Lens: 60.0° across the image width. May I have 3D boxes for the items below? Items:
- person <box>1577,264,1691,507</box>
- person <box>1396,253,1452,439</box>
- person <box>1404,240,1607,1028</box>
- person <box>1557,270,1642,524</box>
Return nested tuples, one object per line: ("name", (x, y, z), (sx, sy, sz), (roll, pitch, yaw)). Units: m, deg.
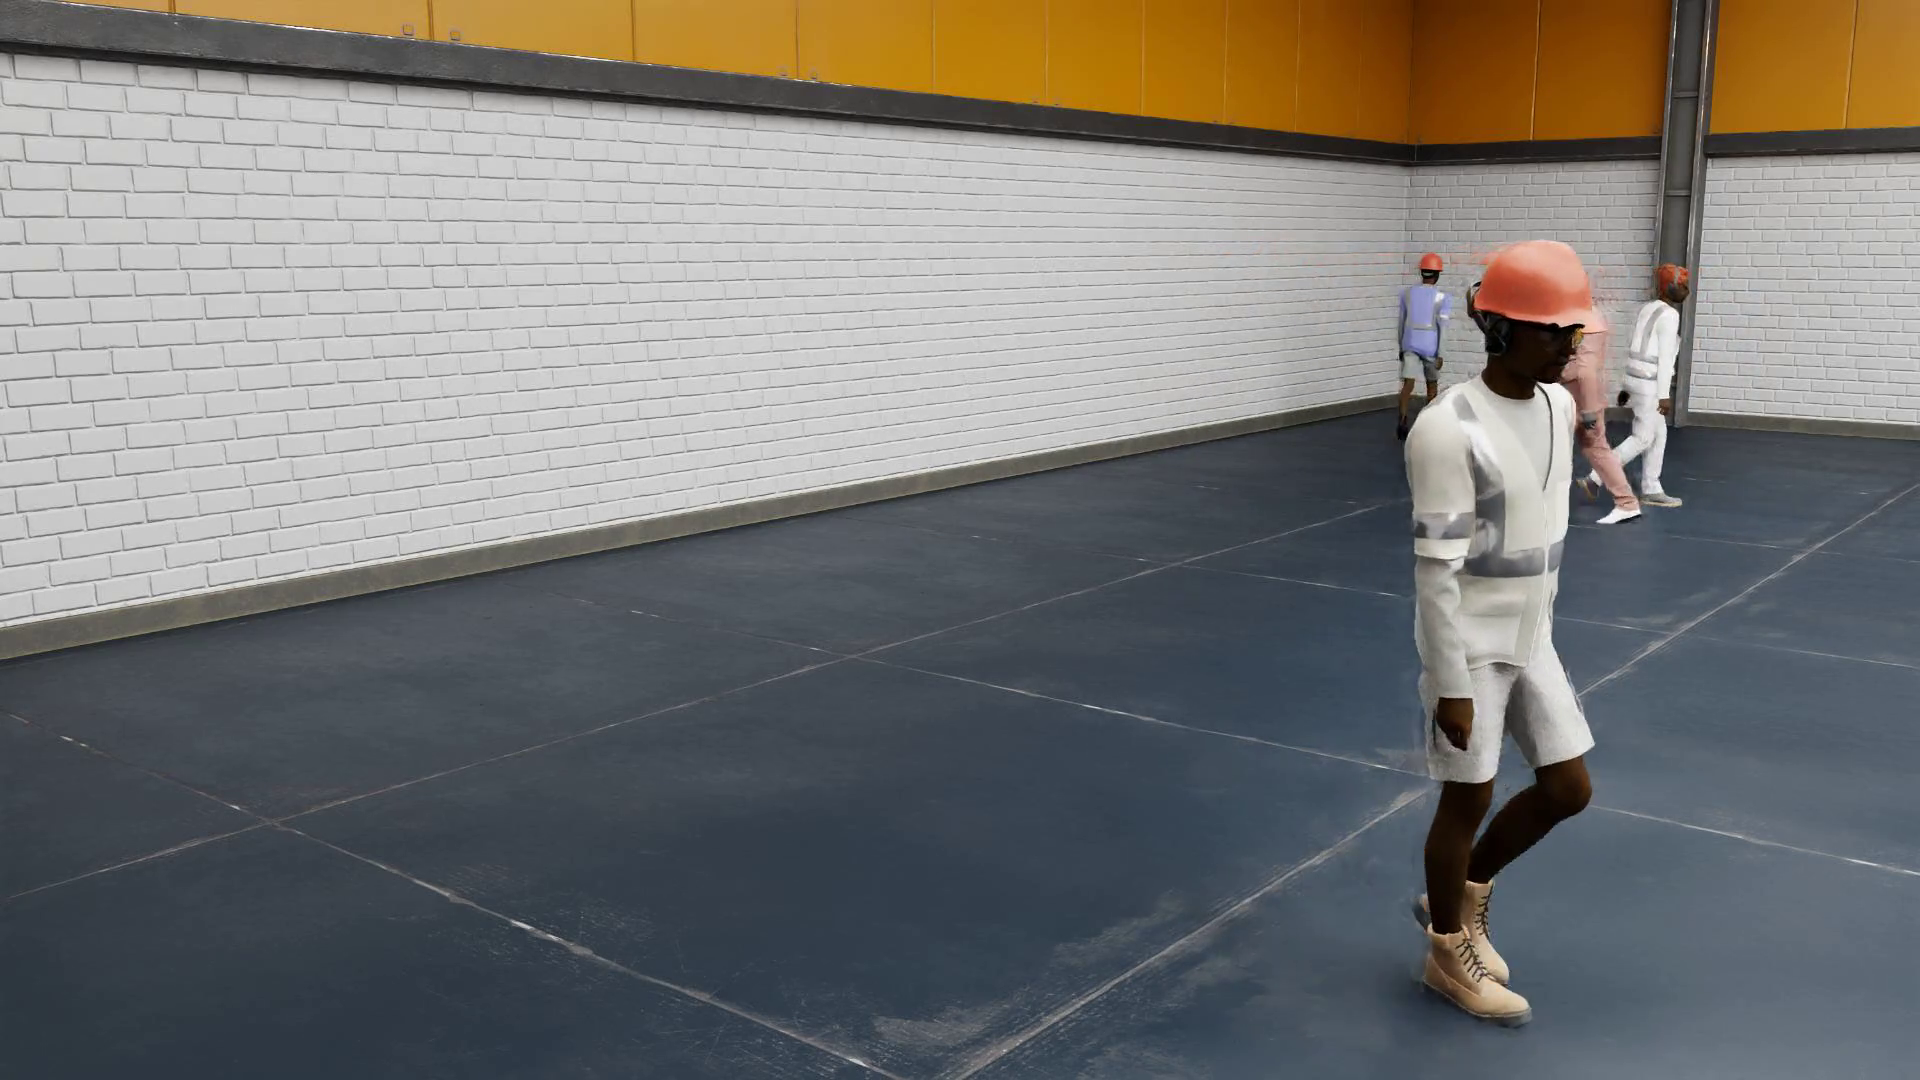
("person", (5.104, -1.156, 12.581), (0.757, 1.851, 0.581), (2, 10, 10))
("person", (4.703, -1.970, 16.959), (0.554, 1.903, 0.962), (6, 12, 30))
("person", (1.373, 0.266, 4.204), (0.651, 2.020, 0.454), (-8, 13, -36))
("person", (4.421, -1.010, 11.833), (0.965, 1.849, 0.635), (5, 11, 26))
